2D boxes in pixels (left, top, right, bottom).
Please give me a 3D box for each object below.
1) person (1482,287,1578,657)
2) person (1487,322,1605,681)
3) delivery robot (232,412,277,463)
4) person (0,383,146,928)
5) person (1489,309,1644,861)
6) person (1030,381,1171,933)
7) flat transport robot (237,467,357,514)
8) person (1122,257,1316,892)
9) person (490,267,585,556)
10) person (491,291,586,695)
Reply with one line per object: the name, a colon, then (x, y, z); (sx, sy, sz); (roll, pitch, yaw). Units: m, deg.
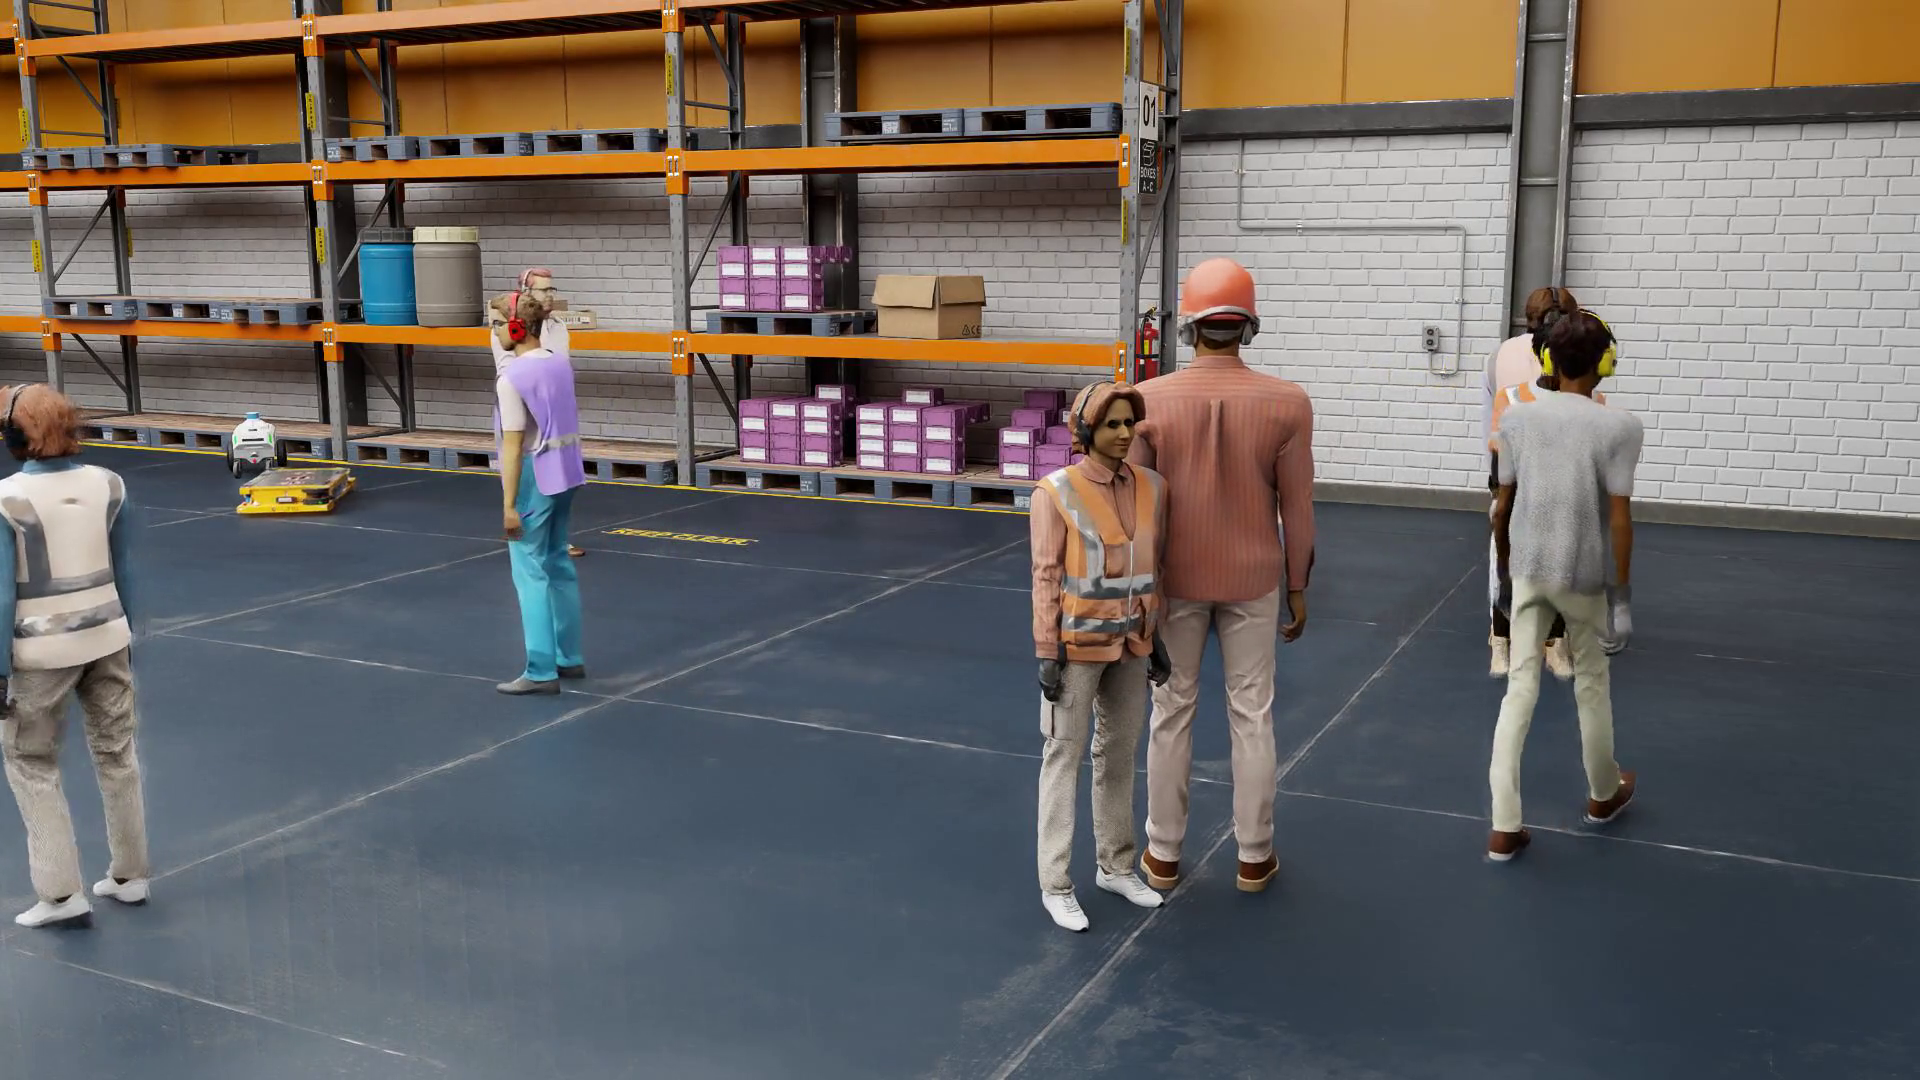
person: (2.902, -0.341, 8.347); (0.430, 1.841, 0.624); (-5, 11, -28)
person: (2.742, -0.177, 7.821); (0.532, 1.693, 0.319); (1, 10, 4)
delivery robot: (-6.367, -0.911, 15.010); (0.477, 0.478, 0.707); (-4, 11, -20)
person: (-2.694, 0.348, 5.002); (0.371, 1.631, 0.563); (4, 11, 24)
person: (2.074, 0.137, 5.670); (0.540, 1.820, 0.894); (8, 13, 38)
person: (0.422, 0.338, 5.022); (0.514, 1.641, 0.308); (-7, 12, -36)
flat transport robot: (-5.248, -0.409, 13.216); (0.652, 0.197, 1.431); (-2, 10, -11)
person: (0.800, 0.125, 5.247); (0.624, 1.995, 0.413); (1, 10, 8)
person: (-2.712, -0.801, 10.779); (0.411, 1.910, 0.643); (5, 11, 25)
person: (-1.920, -0.210, 7.595); (0.388, 1.838, 0.567); (2, 10, 14)
